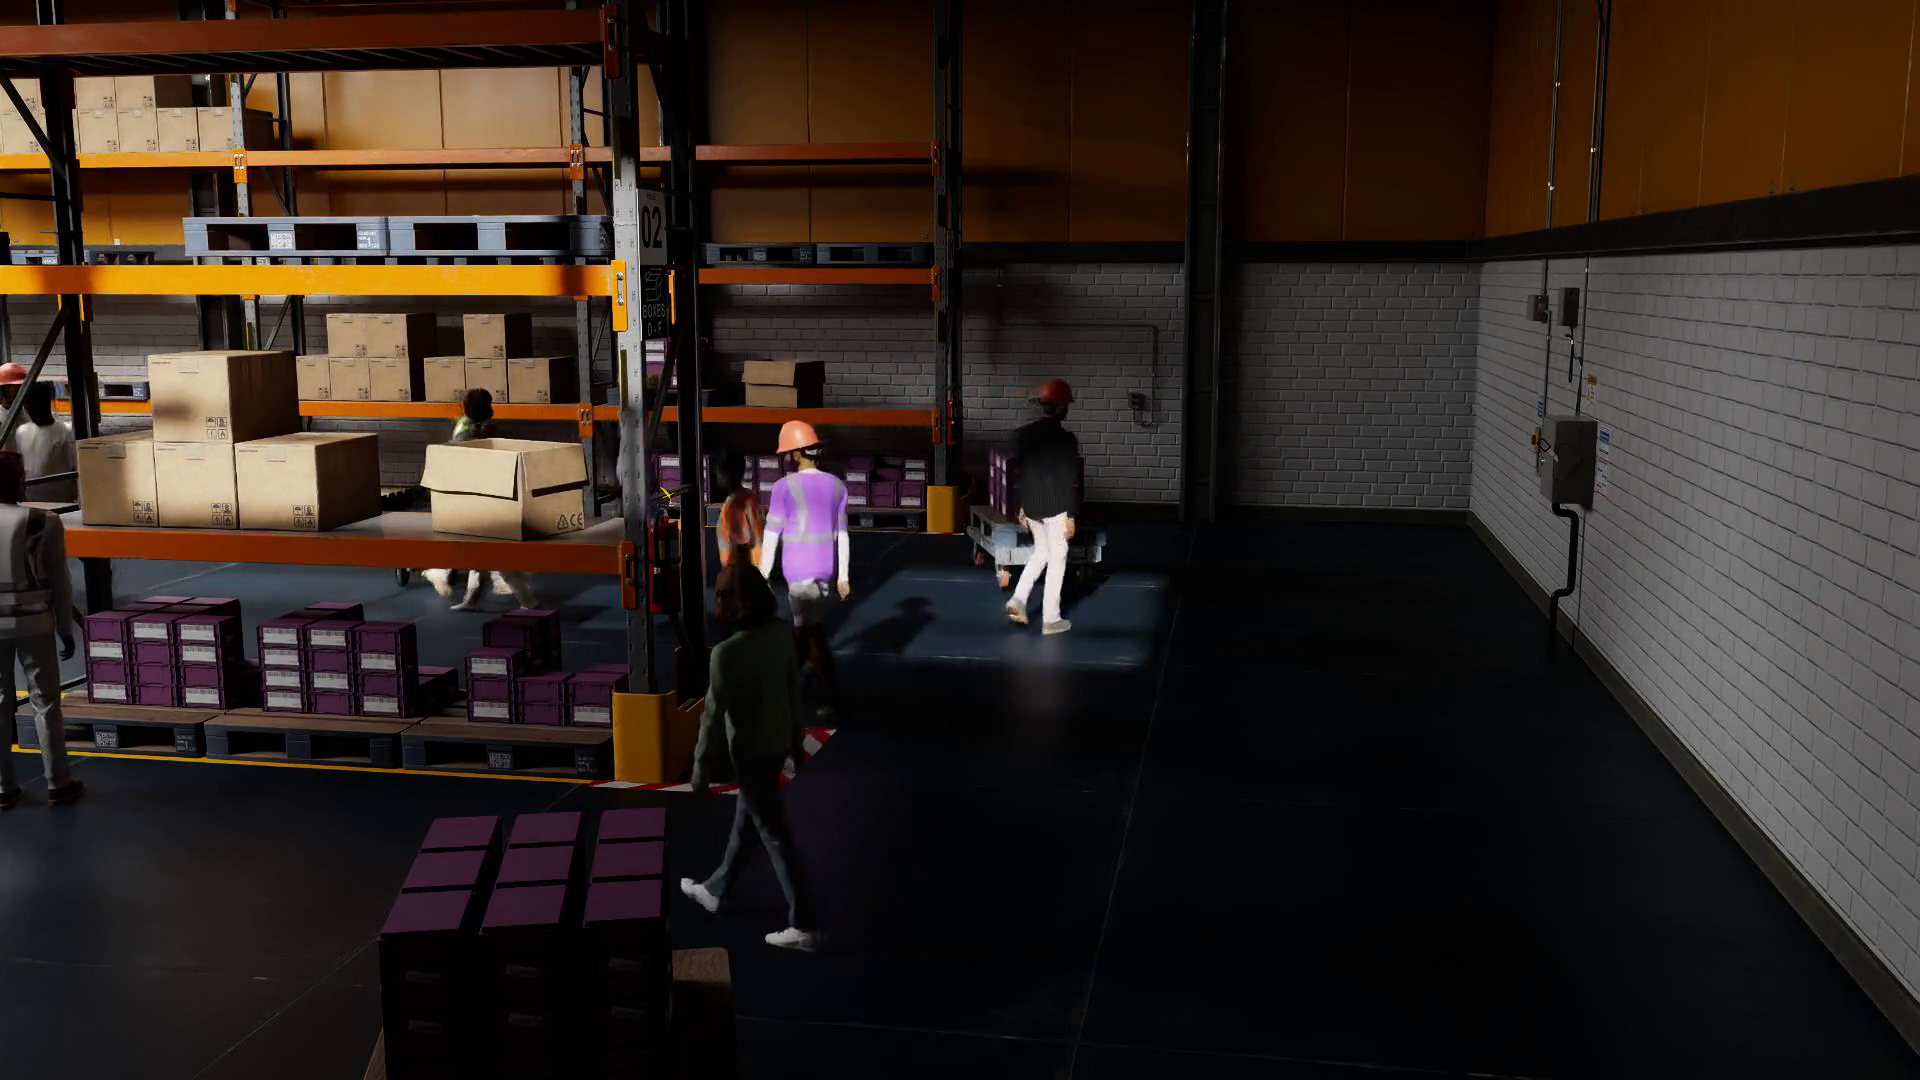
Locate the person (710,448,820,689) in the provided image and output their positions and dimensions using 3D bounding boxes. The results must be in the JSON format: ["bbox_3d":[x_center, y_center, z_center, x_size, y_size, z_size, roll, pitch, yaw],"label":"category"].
[{"bbox_3d":[-1.340,0.209,10.992,0.813,1.658,0.535,1,9,7],"label":"person"}]

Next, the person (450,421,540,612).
[{"bbox_3d":[-3.788,-0.166,13.484,0.839,1.599,0.525,2,9,12],"label":"person"}]

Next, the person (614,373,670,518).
[{"bbox_3d":[-2.938,-0.595,15.310,0.990,1.870,0.617,-1,9,-6],"label":"person"}]

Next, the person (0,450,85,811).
[{"bbox_3d":[-4.916,0.471,8.653,0.574,1.881,0.358,-2,9,-13],"label":"person"}]

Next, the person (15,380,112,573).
[{"bbox_3d":[-7.415,-0.360,13.694,0.610,1.929,0.773,2,9,10],"label":"person"}]

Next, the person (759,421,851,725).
[{"bbox_3d":[-0.972,0.187,10.497,1.006,1.876,0.538,8,12,42],"label":"person"}]

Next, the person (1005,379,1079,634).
[{"bbox_3d":[0.668,-0.245,12.790,0.485,1.978,0.647,-8,12,-42],"label":"person"}]

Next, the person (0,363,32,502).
[{"bbox_3d":[-7.817,-0.445,13.825,0.369,2.048,0.605,3,10,19],"label":"person"}]

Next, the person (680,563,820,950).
[{"bbox_3d":[-0.912,0.889,6.952,0.842,1.585,0.519,5,10,26],"label":"person"}]

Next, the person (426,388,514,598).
[{"bbox_3d":[-4.180,-0.396,14.252,0.774,1.821,0.634,-1,9,-7],"label":"person"}]

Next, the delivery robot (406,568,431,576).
[{"bbox_3d":[-4.770,0.060,15.016,0.477,0.478,0.707,0,9,-2],"label":"delivery robot"}]
